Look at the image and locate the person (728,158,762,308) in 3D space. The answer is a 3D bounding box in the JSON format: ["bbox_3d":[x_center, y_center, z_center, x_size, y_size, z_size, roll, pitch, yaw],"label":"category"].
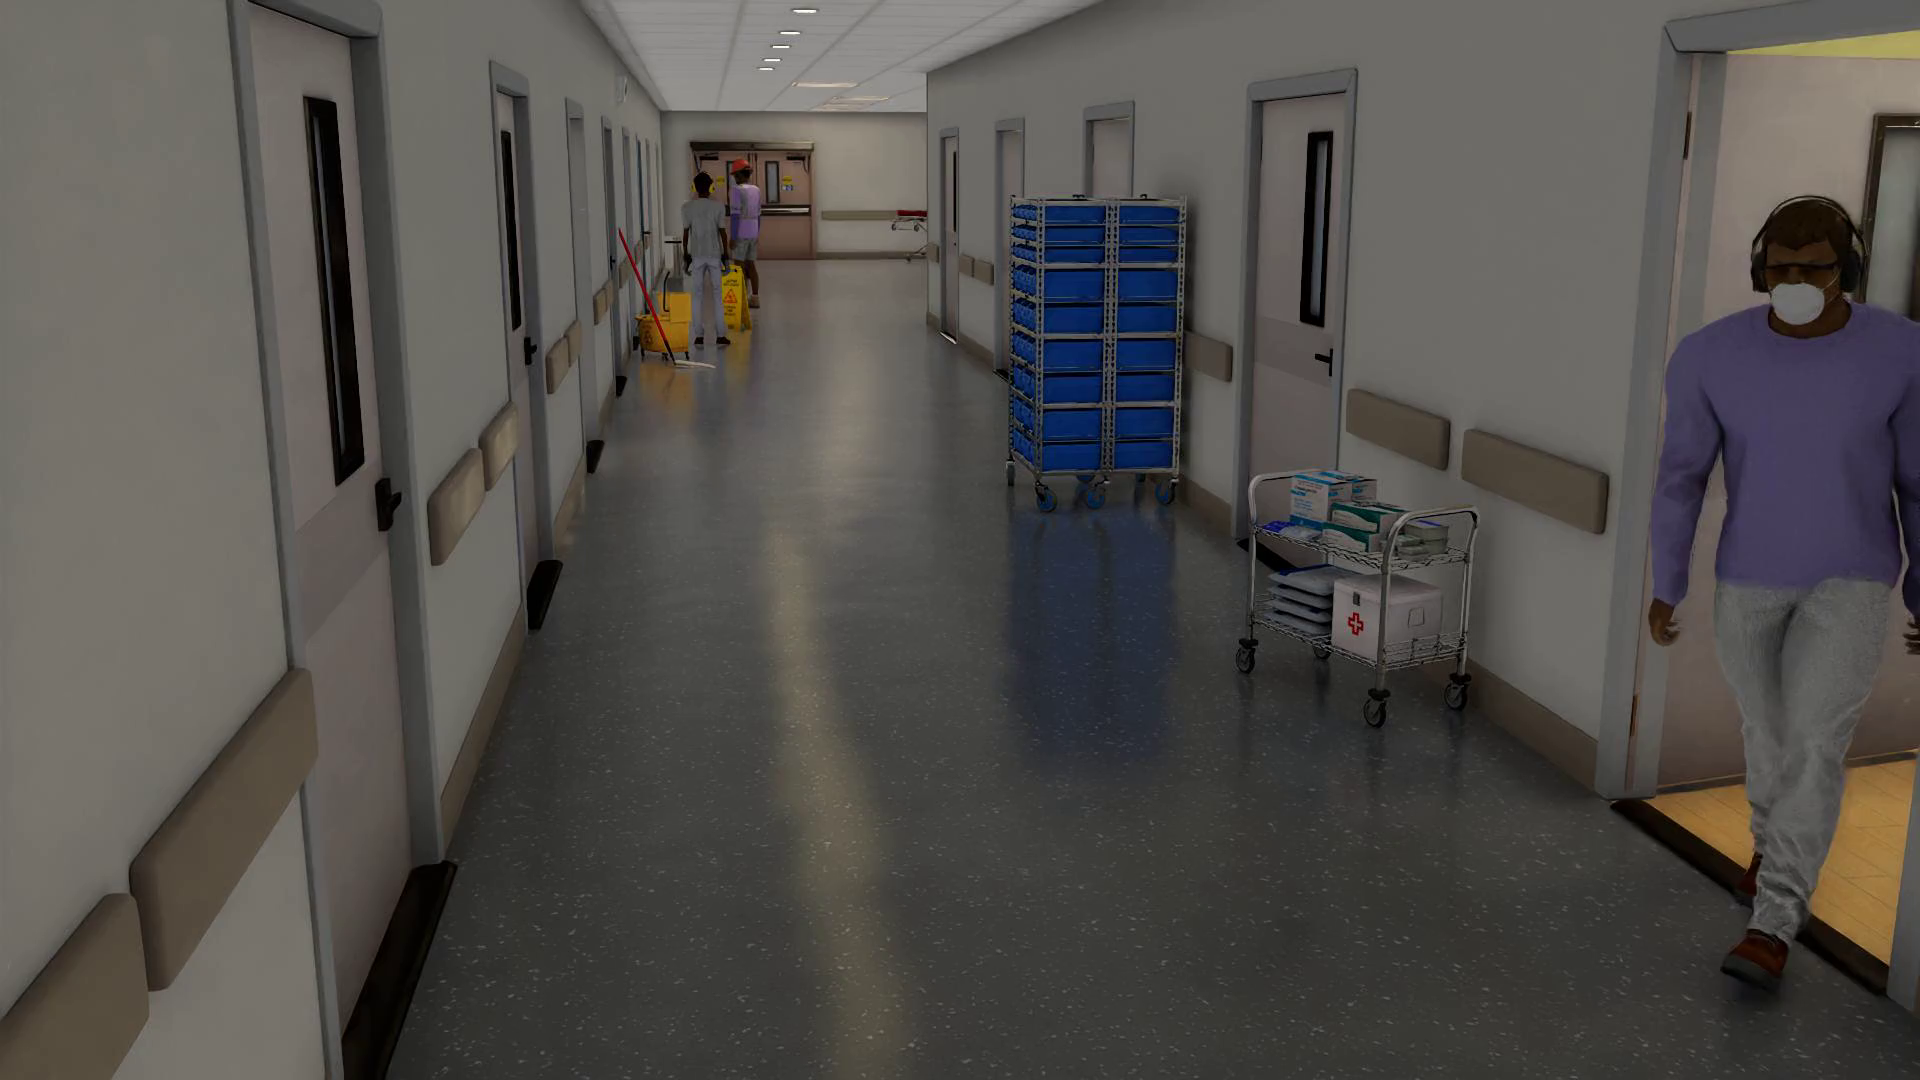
[{"bbox_3d":[-2.940,-4.148,22.602,0.410,2.028,0.622,7,14,27],"label":"person"}]

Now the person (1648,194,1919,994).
[{"bbox_3d":[2.019,0.114,4.066,0.650,1.872,0.960,10,16,38],"label":"person"}]

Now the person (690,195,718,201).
[{"bbox_3d":[-4.655,-5.725,30.316,0.562,1.713,0.933,-1,13,-4],"label":"person"}]

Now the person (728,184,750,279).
[{"bbox_3d":[-3.725,-5.453,28.589,0.352,1.942,0.545,7,14,28],"label":"person"}]

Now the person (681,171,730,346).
[{"bbox_3d":[-2.757,-3.039,18.052,0.521,1.862,0.328,0,13,0],"label":"person"}]
